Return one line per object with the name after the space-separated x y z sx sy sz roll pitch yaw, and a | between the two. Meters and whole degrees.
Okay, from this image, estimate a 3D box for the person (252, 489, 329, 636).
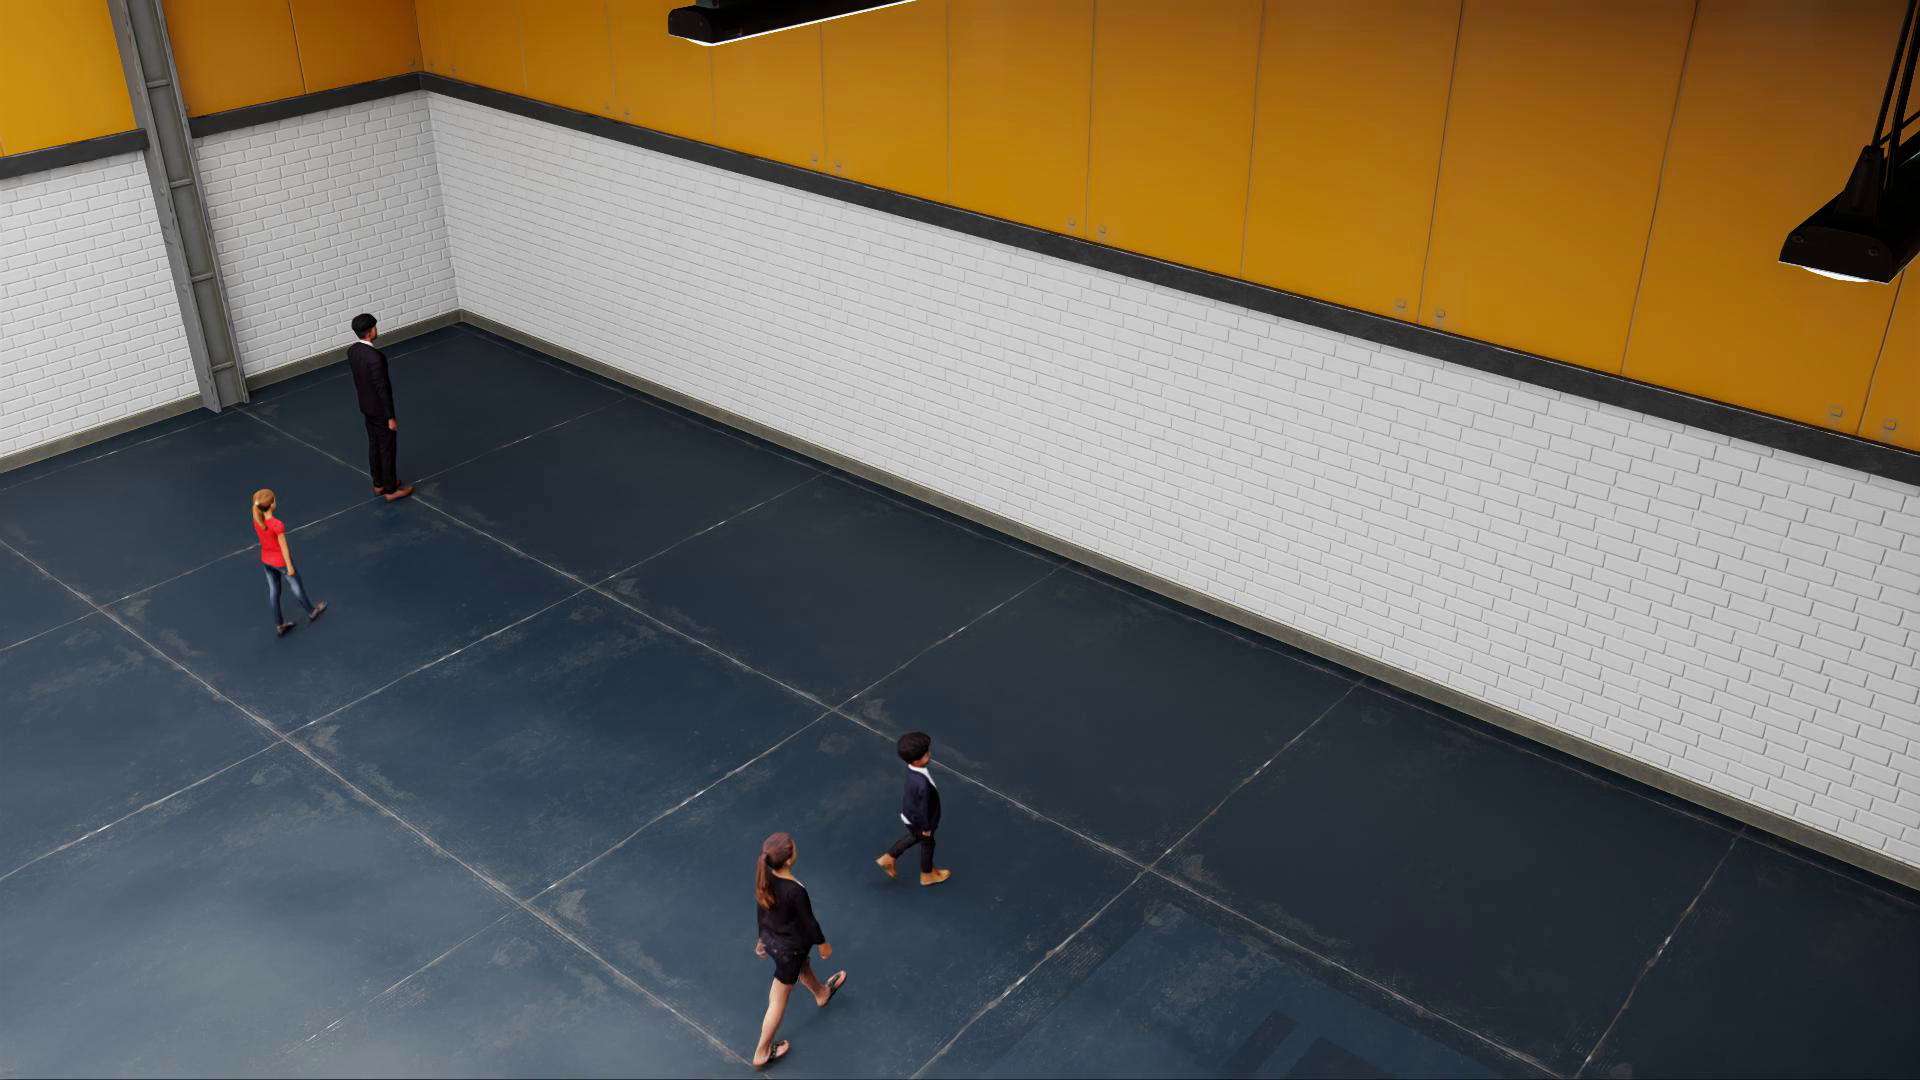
-5.735 0.207 13.865 0.638 1.302 0.793 11 31 20 | person

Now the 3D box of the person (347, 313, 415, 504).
-5.616 -1.272 15.973 0.574 1.879 0.702 -25 37 -38 | person

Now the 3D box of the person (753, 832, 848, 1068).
-1.060 2.394 9.632 1.053 1.515 0.602 -25 37 -38 | person

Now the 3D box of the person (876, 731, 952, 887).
-0.317 1.801 11.033 0.815 1.215 0.711 -8 30 -14 | person
